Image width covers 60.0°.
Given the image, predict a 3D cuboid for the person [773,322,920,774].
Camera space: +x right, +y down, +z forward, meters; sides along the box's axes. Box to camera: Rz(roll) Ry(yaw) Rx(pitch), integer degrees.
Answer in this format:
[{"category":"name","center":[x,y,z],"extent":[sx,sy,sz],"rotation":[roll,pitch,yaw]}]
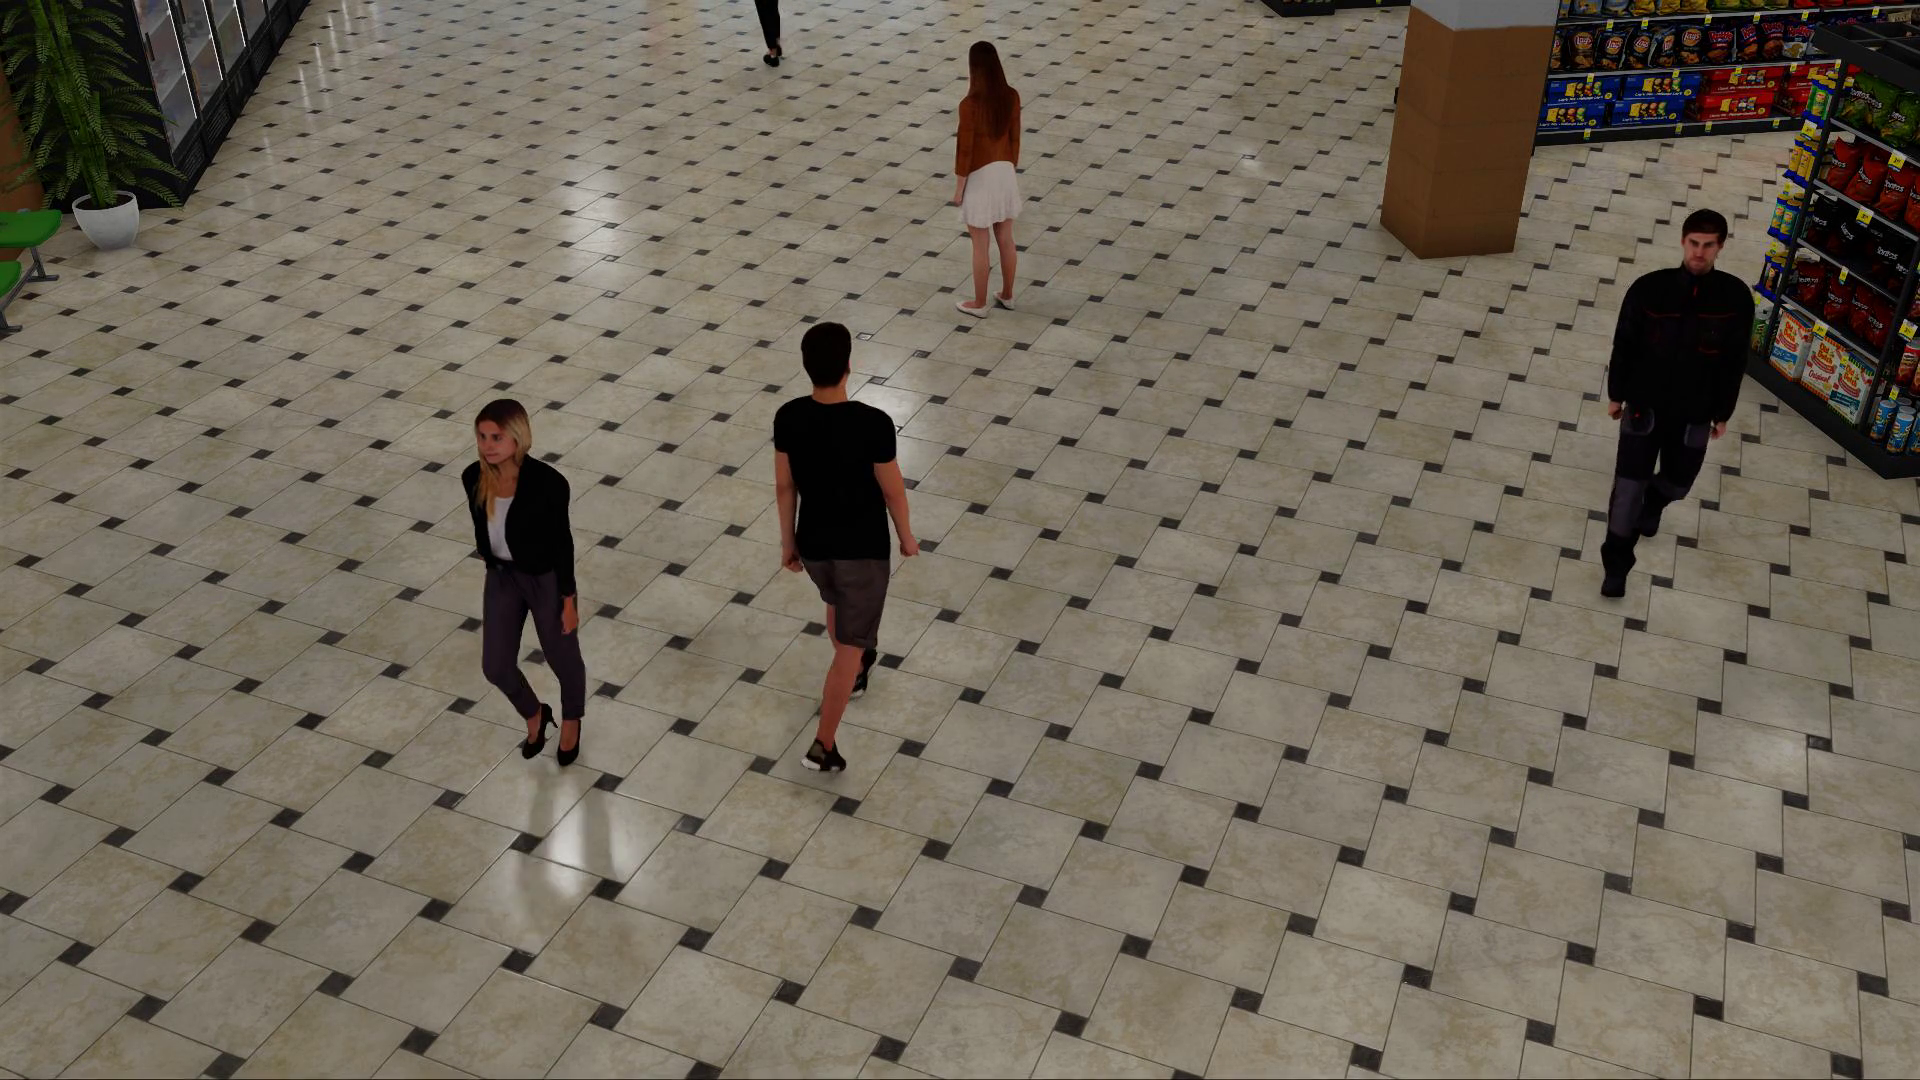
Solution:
[{"category":"person","center":[-0.487,0.062,6.503],"extent":[1.234,1.836,1.134],"rotation":[12,34,18]}]

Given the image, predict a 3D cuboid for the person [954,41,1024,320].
[{"category":"person","center":[0.185,-2.214,10.277],"extent":[0.639,1.714,0.753],"rotation":[-20,37,-29]}]

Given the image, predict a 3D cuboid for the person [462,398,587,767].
[{"category":"person","center":[-1.624,0.168,6.501],"extent":[0.638,1.660,0.740],"rotation":[6,32,9]}]

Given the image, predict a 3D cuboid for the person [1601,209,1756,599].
[{"category":"person","center":[3.284,-0.661,7.682],"extent":[1.152,1.819,1.096],"rotation":[10,33,16]}]
